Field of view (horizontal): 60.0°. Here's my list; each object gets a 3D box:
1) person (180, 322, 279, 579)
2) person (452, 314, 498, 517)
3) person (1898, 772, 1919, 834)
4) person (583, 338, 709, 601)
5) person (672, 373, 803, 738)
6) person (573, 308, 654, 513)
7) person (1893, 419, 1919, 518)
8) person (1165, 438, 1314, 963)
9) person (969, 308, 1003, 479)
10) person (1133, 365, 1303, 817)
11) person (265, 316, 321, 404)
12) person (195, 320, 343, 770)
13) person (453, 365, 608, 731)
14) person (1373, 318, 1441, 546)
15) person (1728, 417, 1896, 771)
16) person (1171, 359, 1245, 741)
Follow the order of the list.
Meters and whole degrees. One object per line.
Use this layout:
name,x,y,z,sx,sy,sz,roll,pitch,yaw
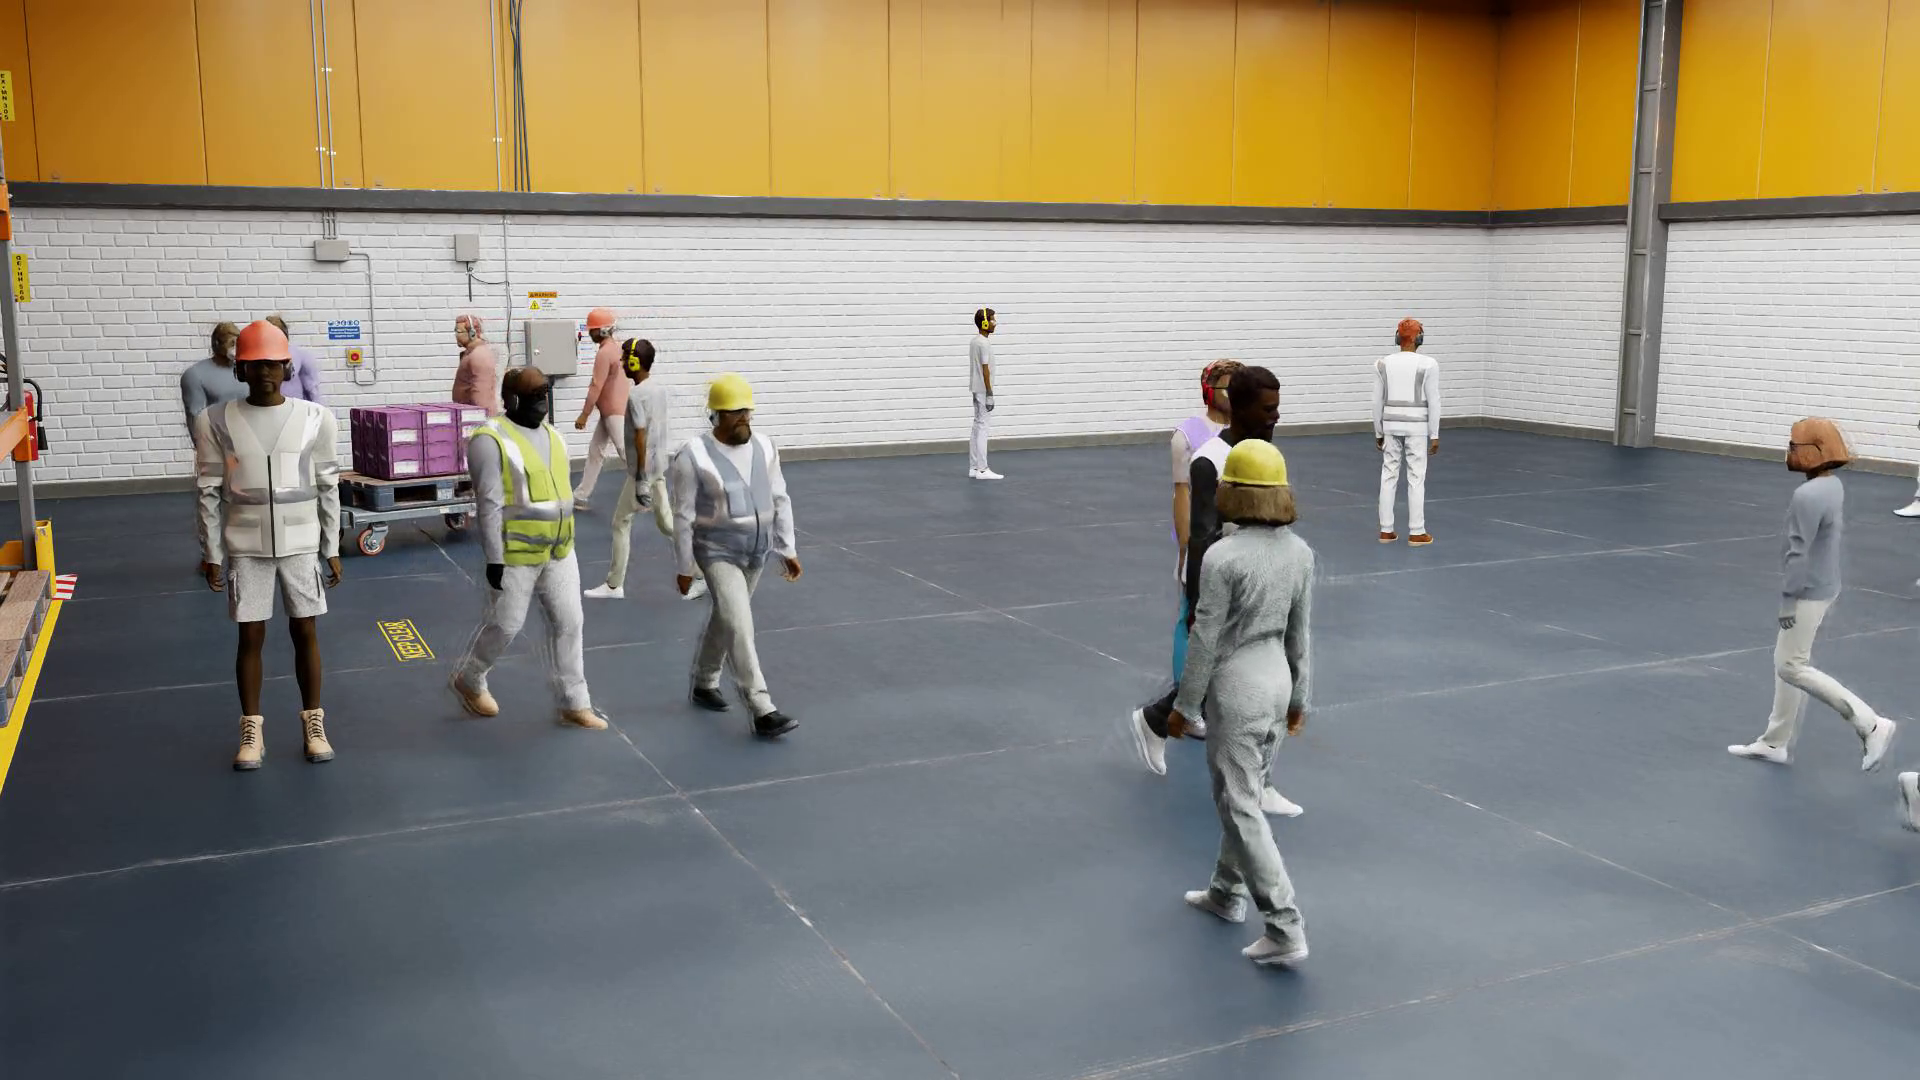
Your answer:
person,-5.319,-0.631,12.149,1.033,1.888,0.631,8,12,42
person,-4.392,-1.116,15.205,0.480,1.884,0.691,-2,9,-10
person,3.799,0.477,6.152,0.525,1.609,0.657,-4,10,-23
person,-2.116,-0.475,11.425,0.965,1.825,0.535,2,9,15
person,-1.116,0.057,8.291,0.978,1.775,0.586,9,13,43
person,-3.290,-1.205,15.631,1.071,1.931,0.601,0,9,-3
person,9.019,-1.130,15.319,0.824,1.874,0.655,4,10,24
person,0.957,0.526,5.545,0.500,1.742,0.611,-8,12,-40
person,0.266,-1.602,18.251,0.328,1.873,0.518,-3,10,-16
person,1.108,0.190,7.114,0.831,1.888,0.592,7,11,37
person,-5.911,-0.990,14.416,0.655,1.881,1.035,0,9,3
person,-3.143,0.028,7.620,0.608,2.040,0.365,-4,10,-24
person,-2.184,0.041,8.254,0.846,1.821,0.626,6,11,32
person,3.704,-0.891,13.801,0.574,1.884,0.356,7,11,36
person,3.877,0.256,7.498,0.625,1.614,0.511,7,11,37
person,1.242,0.036,8.160,0.562,1.847,0.390,-9,13,-43
